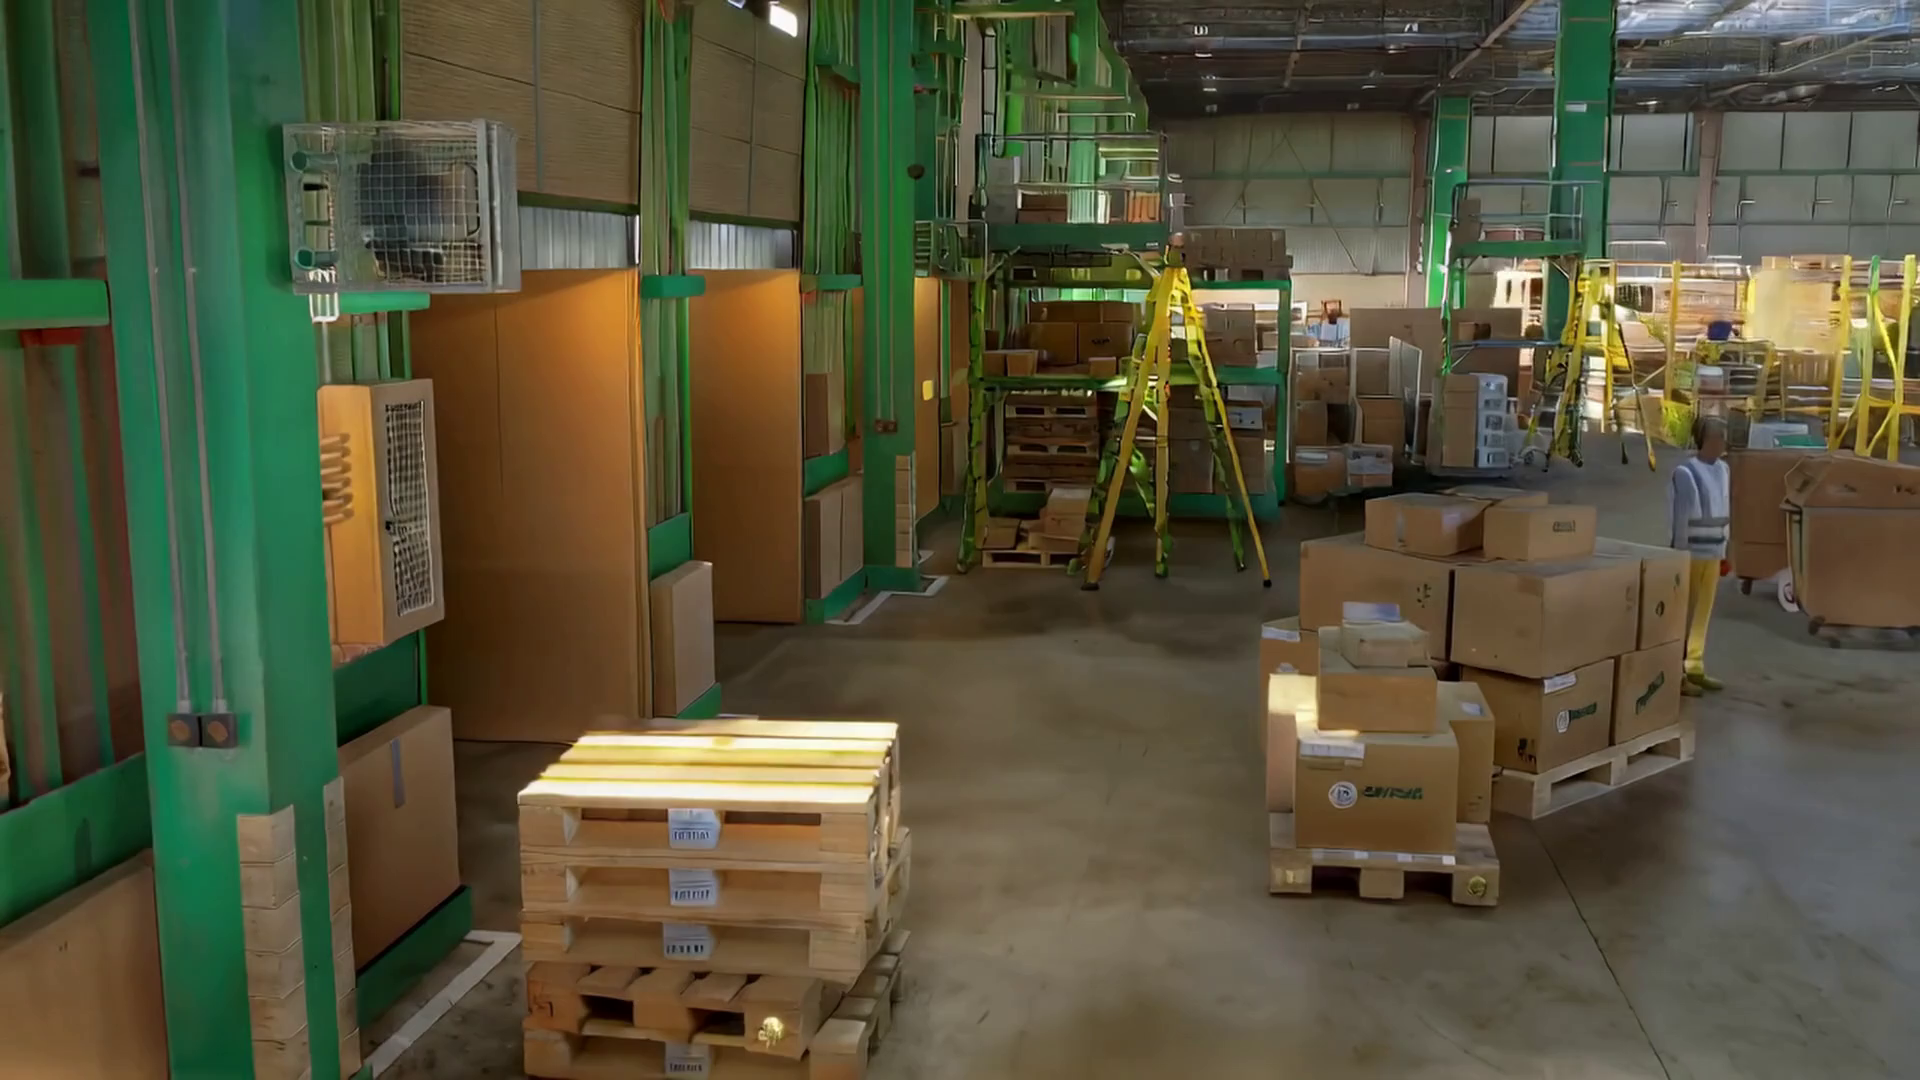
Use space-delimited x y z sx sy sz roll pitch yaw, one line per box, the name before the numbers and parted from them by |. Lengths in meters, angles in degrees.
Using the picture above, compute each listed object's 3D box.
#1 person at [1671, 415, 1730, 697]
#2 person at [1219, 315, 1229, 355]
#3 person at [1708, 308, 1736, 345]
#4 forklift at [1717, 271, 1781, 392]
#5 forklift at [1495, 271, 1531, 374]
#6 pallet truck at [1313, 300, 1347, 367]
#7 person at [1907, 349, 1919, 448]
person | 4.981 0.104 11.189 0.584 1.882 0.346 -7 12 -38
person | 6.964 -5.033 43.474 0.555 1.674 0.566 6 11 32
person | 18.297 -4.597 40.016 0.635 1.937 0.352 1 9 7
forklift | 18.616 -4.835 38.584 1.873 2.768 1.129 1 9 9
forklift | 14.916 -5.941 45.409 1.873 2.768 1.129 -2 9 -10
pallet truck | 11.159 -6.200 49.718 0.823 1.965 1.885 4 10 26
person | 15.506 -2.344 26.750 0.324 1.735 0.490 4 10 25
